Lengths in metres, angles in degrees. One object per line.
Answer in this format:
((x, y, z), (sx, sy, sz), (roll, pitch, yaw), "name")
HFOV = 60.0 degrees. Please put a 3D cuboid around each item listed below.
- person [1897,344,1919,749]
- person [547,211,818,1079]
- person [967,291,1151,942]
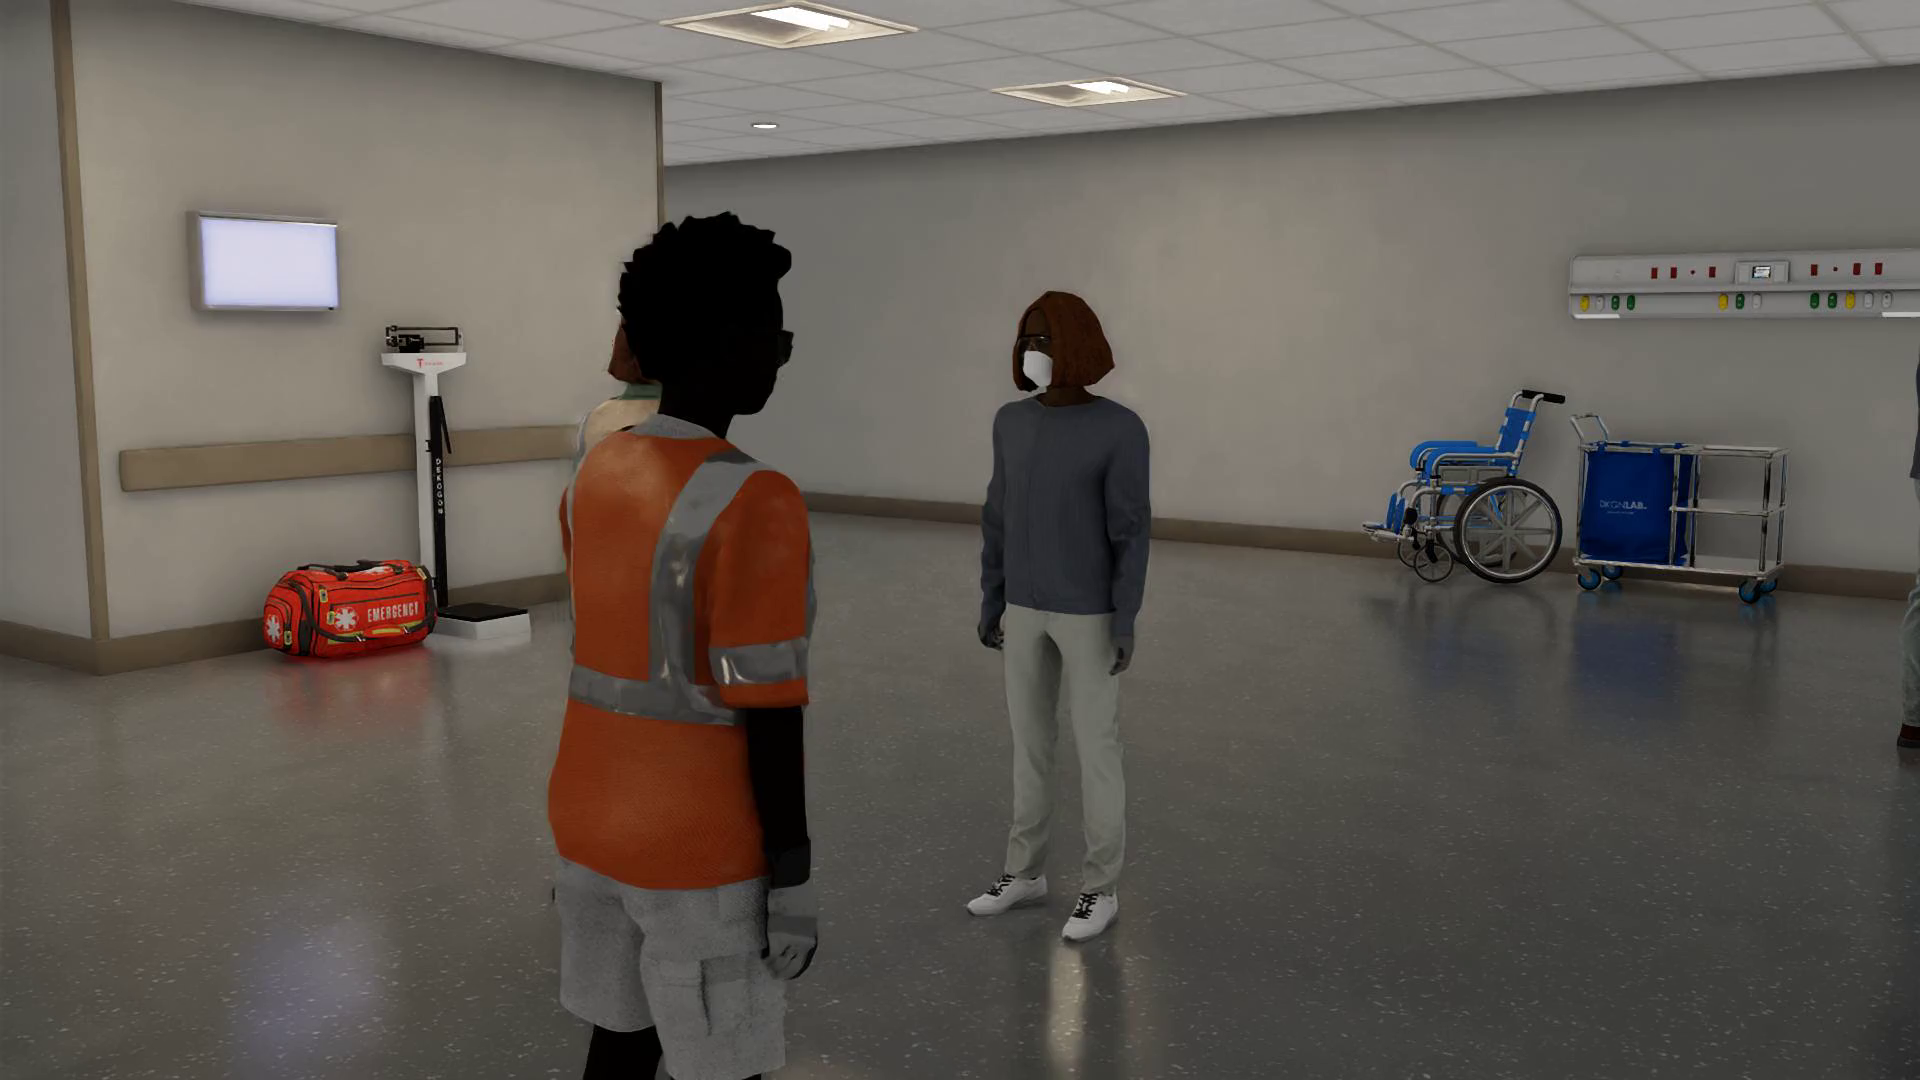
((3.582, -0.164, 5.898), (0.370, 1.934, 0.627), (2, 7, 13), "person")
((-0.371, 0.412, 2.260), (0.322, 1.689, 0.536), (-6, 9, -40), "person")
((0.251, 0.190, 4.240), (0.498, 1.634, 0.281), (6, 9, 41), "person")
